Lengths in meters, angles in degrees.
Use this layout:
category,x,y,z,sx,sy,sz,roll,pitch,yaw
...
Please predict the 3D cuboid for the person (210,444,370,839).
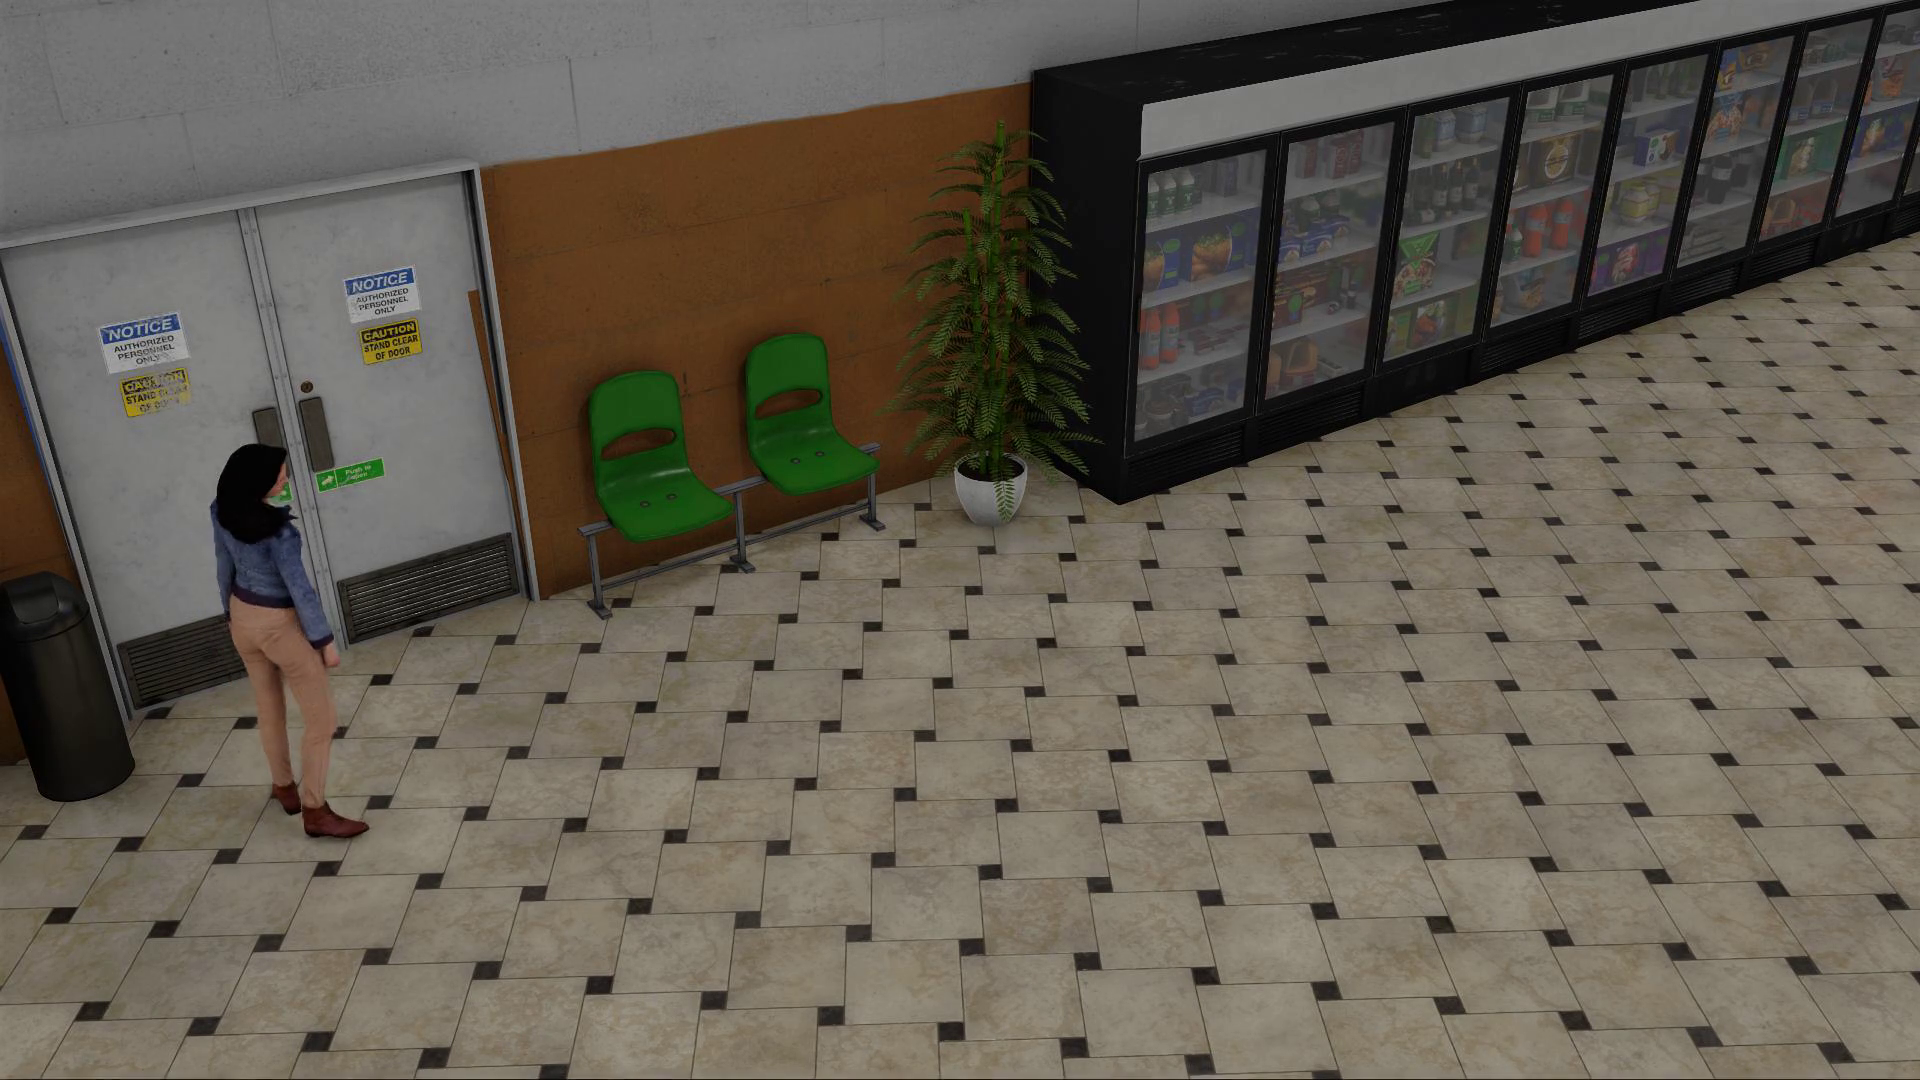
category,x,y,z,sx,sy,sz,roll,pitch,yaw
person,-2.784,0.382,6.655,0.715,1.751,0.904,6,29,11
